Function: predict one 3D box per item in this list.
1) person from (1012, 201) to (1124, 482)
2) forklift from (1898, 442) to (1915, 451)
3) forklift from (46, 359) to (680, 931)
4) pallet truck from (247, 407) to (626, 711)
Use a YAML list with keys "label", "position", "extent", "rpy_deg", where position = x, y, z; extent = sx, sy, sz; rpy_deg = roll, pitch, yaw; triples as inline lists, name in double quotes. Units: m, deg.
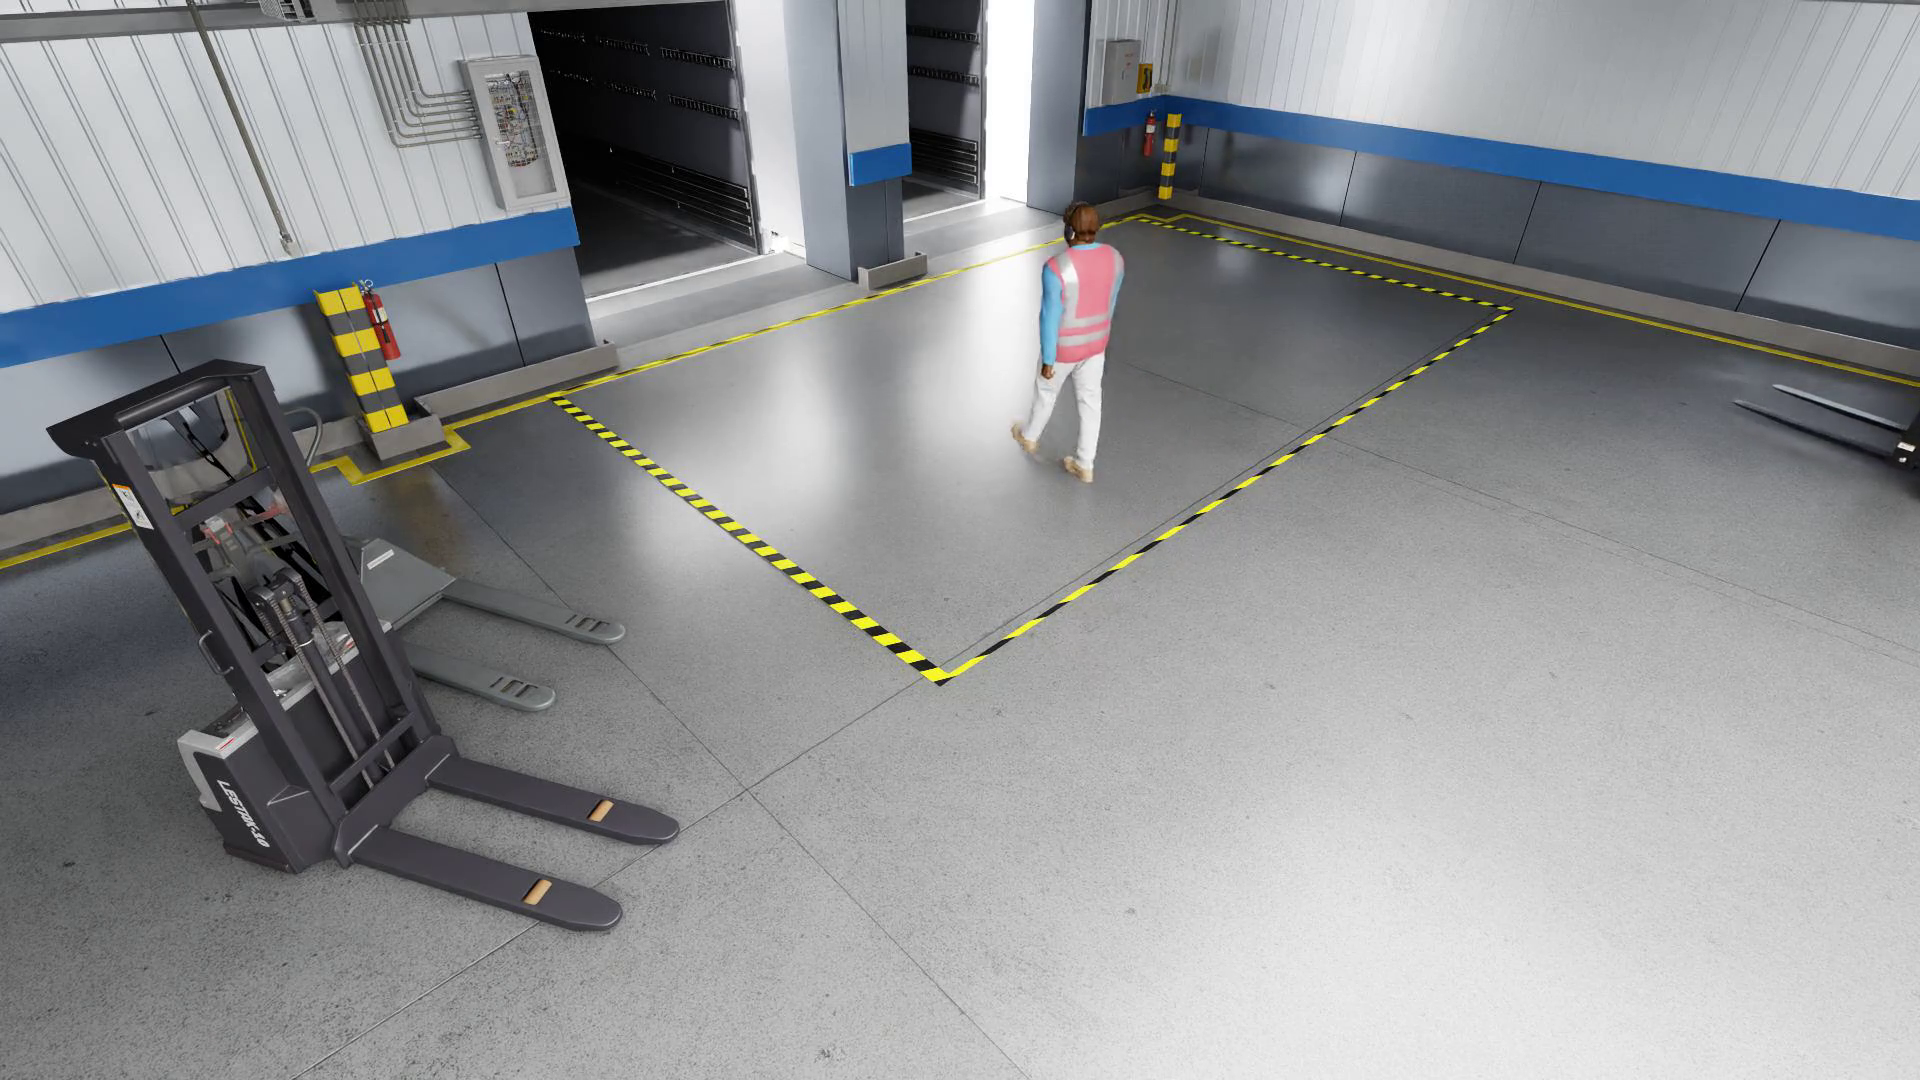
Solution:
- label: "person"
  position: [0.697, -1.341, 6.107]
  extent: [0.645, 1.809, 0.830]
  rpy_deg: [-17, 38, -23]
- label: "forklift"
  position: [7.354, -0.814, 4.855]
  extent: [1.157, 2.036, 2.680]
  rpy_deg: [-17, 38, -23]
- label: "forklift"
  position: [-2.135, 0.422, 3.354]
  extent: [1.885, 1.965, 0.823]
  rpy_deg: [10, 35, 14]
- label: "pallet truck"
  position: [-2.628, 0.038, 4.590]
  extent: [1.601, 1.201, 0.680]
  rpy_deg: [12, 36, 18]
